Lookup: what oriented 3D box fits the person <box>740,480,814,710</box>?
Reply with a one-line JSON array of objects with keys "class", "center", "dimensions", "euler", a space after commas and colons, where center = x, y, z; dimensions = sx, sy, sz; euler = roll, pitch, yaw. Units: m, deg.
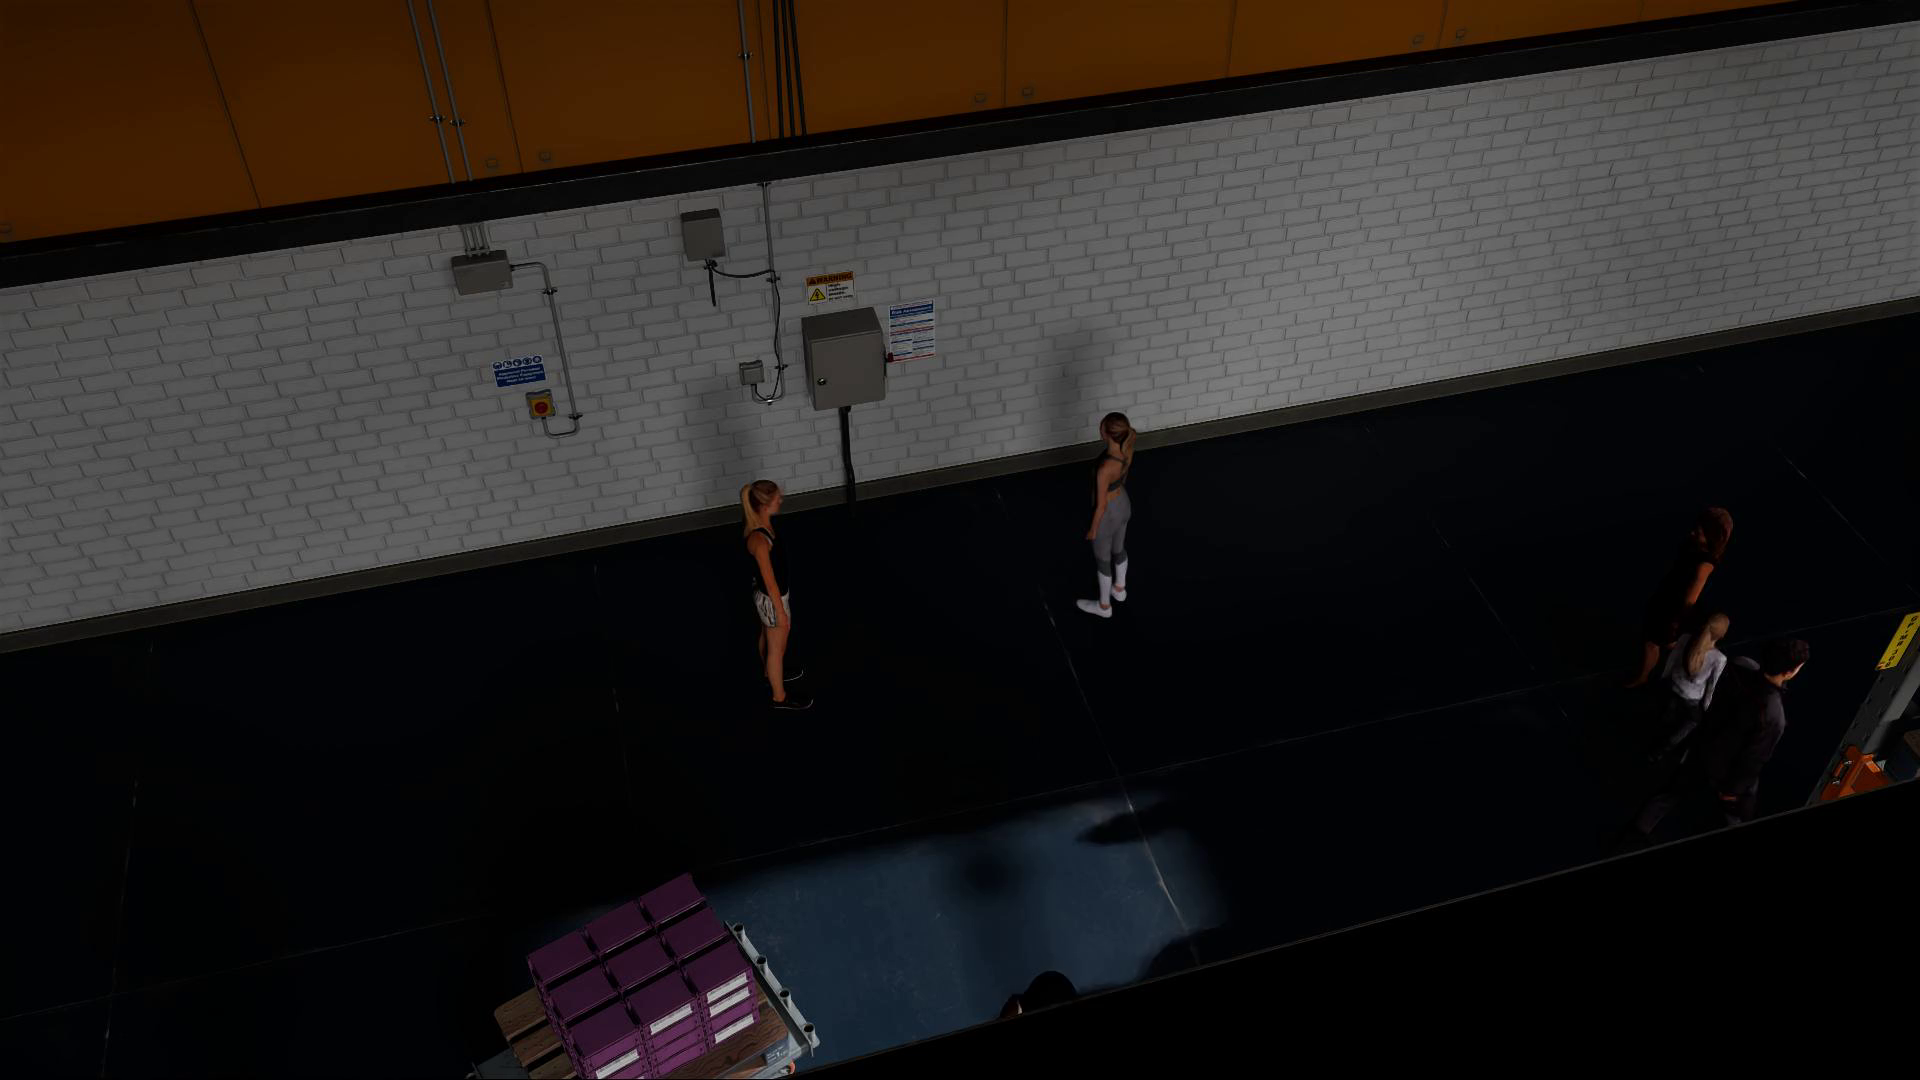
[{"class": "person", "center": [-1.192, 0.322, 10.409], "dimensions": [0.644, 1.849, 0.457], "euler": [-10, 45, -11]}]

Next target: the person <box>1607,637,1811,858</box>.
[{"class": "person", "center": [4.235, 1.236, 9.415], "dimensions": [0.826, 1.895, 1.169], "euler": [-8, 44, -8]}]

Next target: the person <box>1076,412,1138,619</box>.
[{"class": "person", "center": [1.000, -0.171, 11.033], "dimensions": [0.698, 1.702, 0.649], "euler": [25, 49, 24]}]

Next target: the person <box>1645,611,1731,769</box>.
[{"class": "person", "center": [4.410, 0.941, 10.179], "dimensions": [0.676, 1.270, 0.646], "euler": [-27, 50, -26]}]

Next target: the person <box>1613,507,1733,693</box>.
[{"class": "person", "center": [4.517, 0.472, 10.282], "dimensions": [0.931, 1.805, 0.892], "euler": [19, 47, 19]}]
